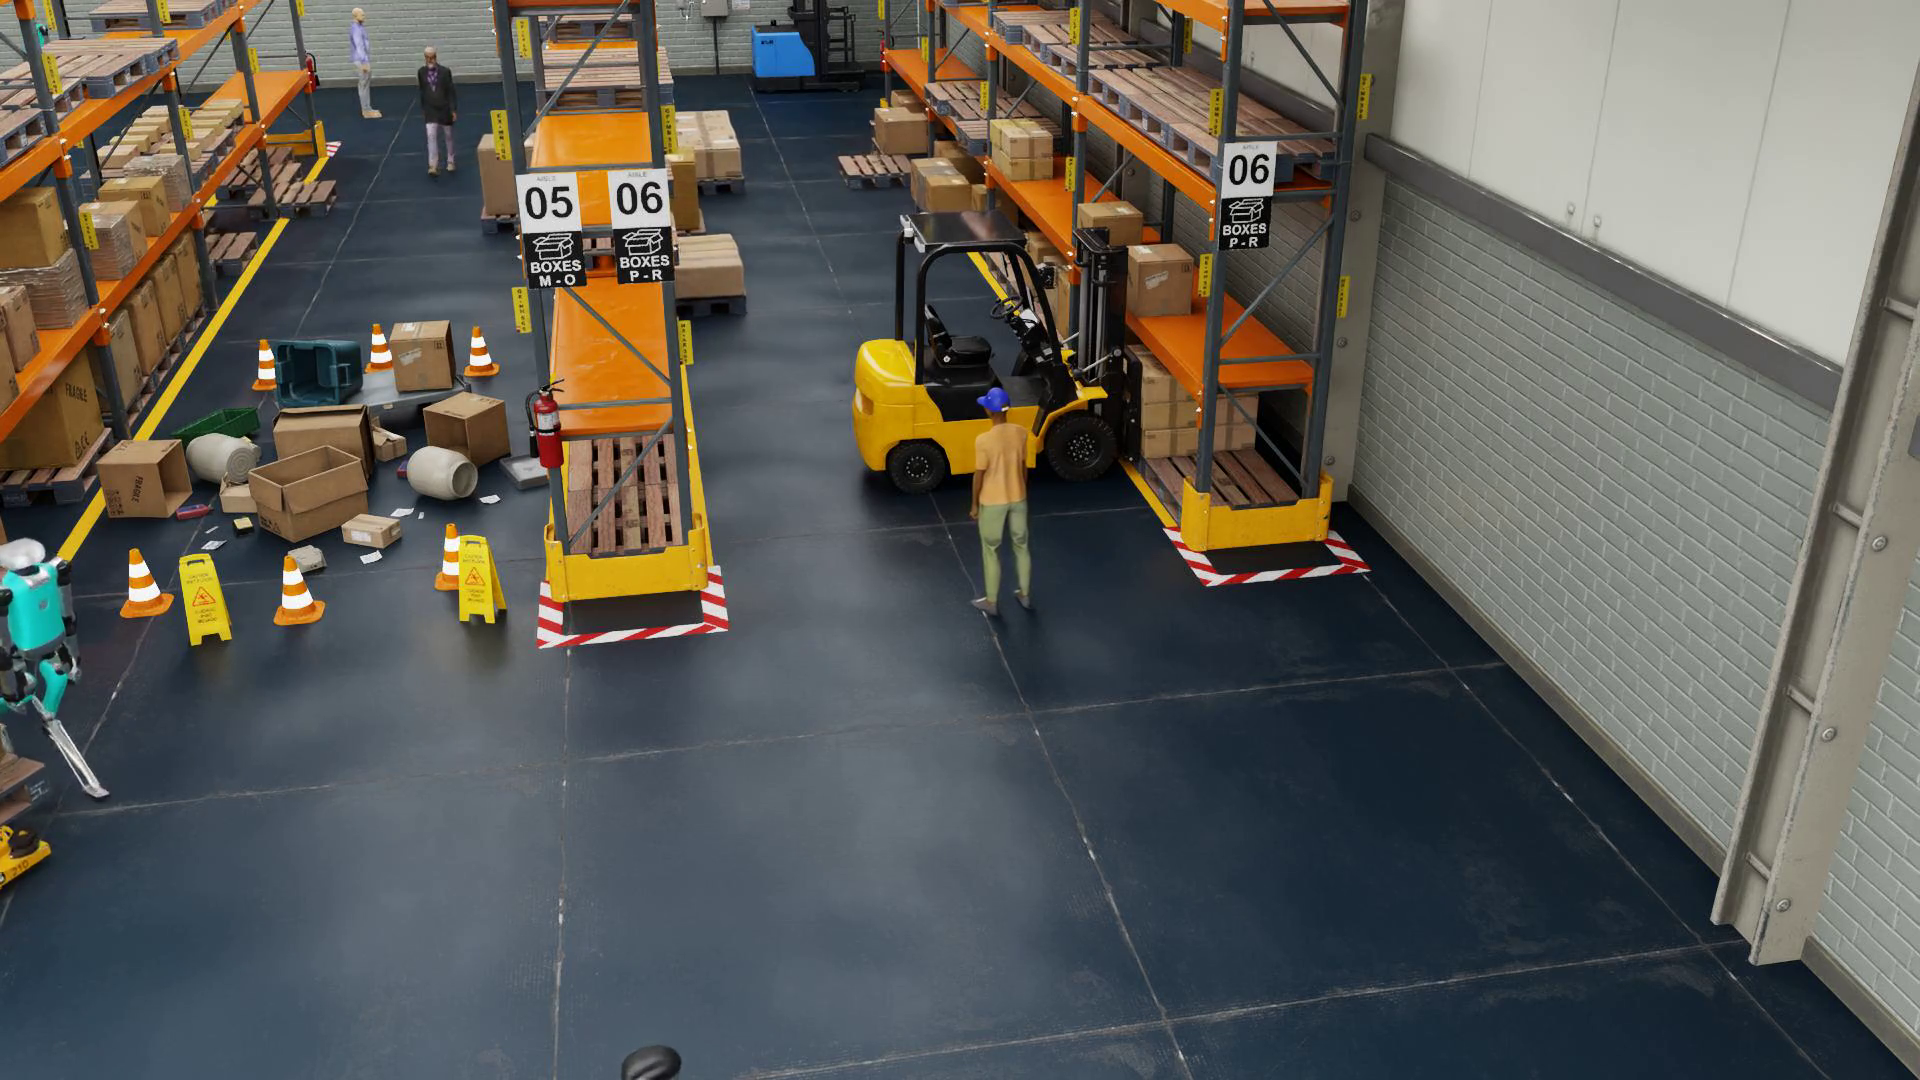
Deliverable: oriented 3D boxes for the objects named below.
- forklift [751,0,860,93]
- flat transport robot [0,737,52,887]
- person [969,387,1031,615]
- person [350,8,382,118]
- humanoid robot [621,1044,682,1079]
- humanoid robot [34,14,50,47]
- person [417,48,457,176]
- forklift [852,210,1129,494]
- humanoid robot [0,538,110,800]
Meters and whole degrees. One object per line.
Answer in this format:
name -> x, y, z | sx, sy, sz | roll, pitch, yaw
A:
forklift -> -2.872, -9.679, 30.288 | 1.873, 2.768, 1.129 | -5, 26, -10
flat transport robot -> -6.003, 1.746, 9.493 | 1.431, 0.231, 0.659 | 10, 27, 20
person -> 0.276, -0.296, 12.092 | 0.454, 1.707, 0.409 | -12, 28, -24
person -> -10.150, -8.095, 28.223 | 0.389, 1.797, 0.592 | -9, 27, -17
humanoid robot -> -1.090, 2.575, 6.182 | 0.602, 1.656, 0.593 | -13, 29, -26
humanoid robot -> -15.523, -7.803, 27.769 | 0.566, 1.828, 0.813 | 15, 29, 28
person -> -7.651, -6.273, 24.410 | 0.548, 1.816, 0.928 | -3, 26, -6
forklift -> 0.216, -1.659, 14.366 | 2.313, 2.155, 1.214 | -5, 26, -10
humanoid robot -> -5.599, 0.769, 9.872 | 0.893, 1.771, 0.540 | 10, 27, 20
